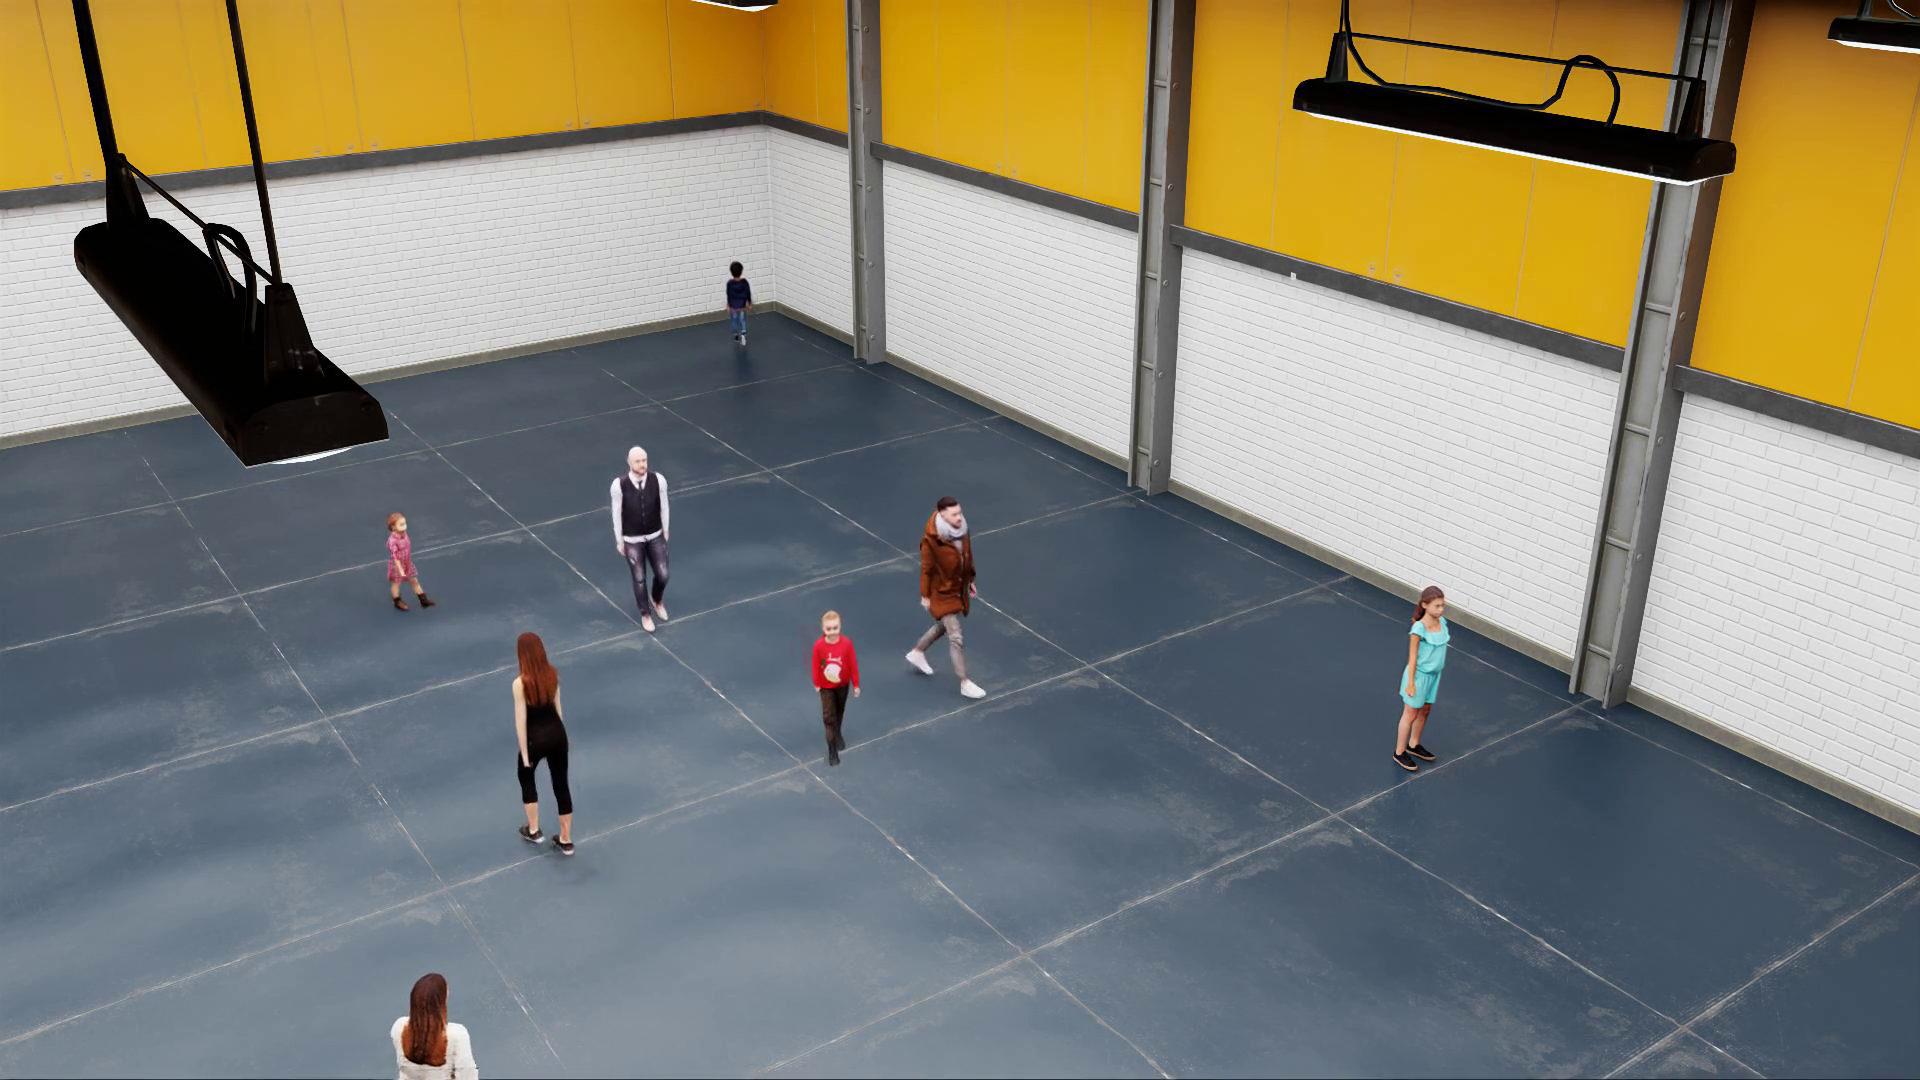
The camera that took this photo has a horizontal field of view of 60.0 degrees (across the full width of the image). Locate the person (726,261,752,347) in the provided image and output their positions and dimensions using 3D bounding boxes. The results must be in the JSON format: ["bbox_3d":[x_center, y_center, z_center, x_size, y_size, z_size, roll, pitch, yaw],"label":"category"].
[{"bbox_3d":[-3.199,-3.400,23.999,0.714,1.207,0.873,-4,24,-10],"label":"person"}]

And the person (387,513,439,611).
[{"bbox_3d":[-5.411,0.217,15.980,0.755,1.004,0.635,10,25,21],"label":"person"}]

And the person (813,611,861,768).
[{"bbox_3d":[-1.027,1.148,13.534,0.674,1.256,0.900,-7,25,-15],"label":"person"}]

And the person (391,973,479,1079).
[{"bbox_3d":[-2.749,3.040,8.697,1.002,1.665,1.135,2,24,4],"label":"person"}]

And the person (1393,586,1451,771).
[{"bbox_3d":[3.712,1.078,13.318,0.545,1.558,0.517,-17,29,-34],"label":"person"}]

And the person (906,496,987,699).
[{"bbox_3d":[-0.173,0.460,14.429,1.248,1.800,0.945,16,28,33],"label":"person"}]

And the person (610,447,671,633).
[{"bbox_3d":[-2.987,-0.037,15.555,0.764,1.809,0.758,-9,25,-19],"label":"person"}]

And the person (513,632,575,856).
[{"bbox_3d":[-2.998,1.521,12.126,0.611,1.701,0.775,-21,32,-40],"label":"person"}]
